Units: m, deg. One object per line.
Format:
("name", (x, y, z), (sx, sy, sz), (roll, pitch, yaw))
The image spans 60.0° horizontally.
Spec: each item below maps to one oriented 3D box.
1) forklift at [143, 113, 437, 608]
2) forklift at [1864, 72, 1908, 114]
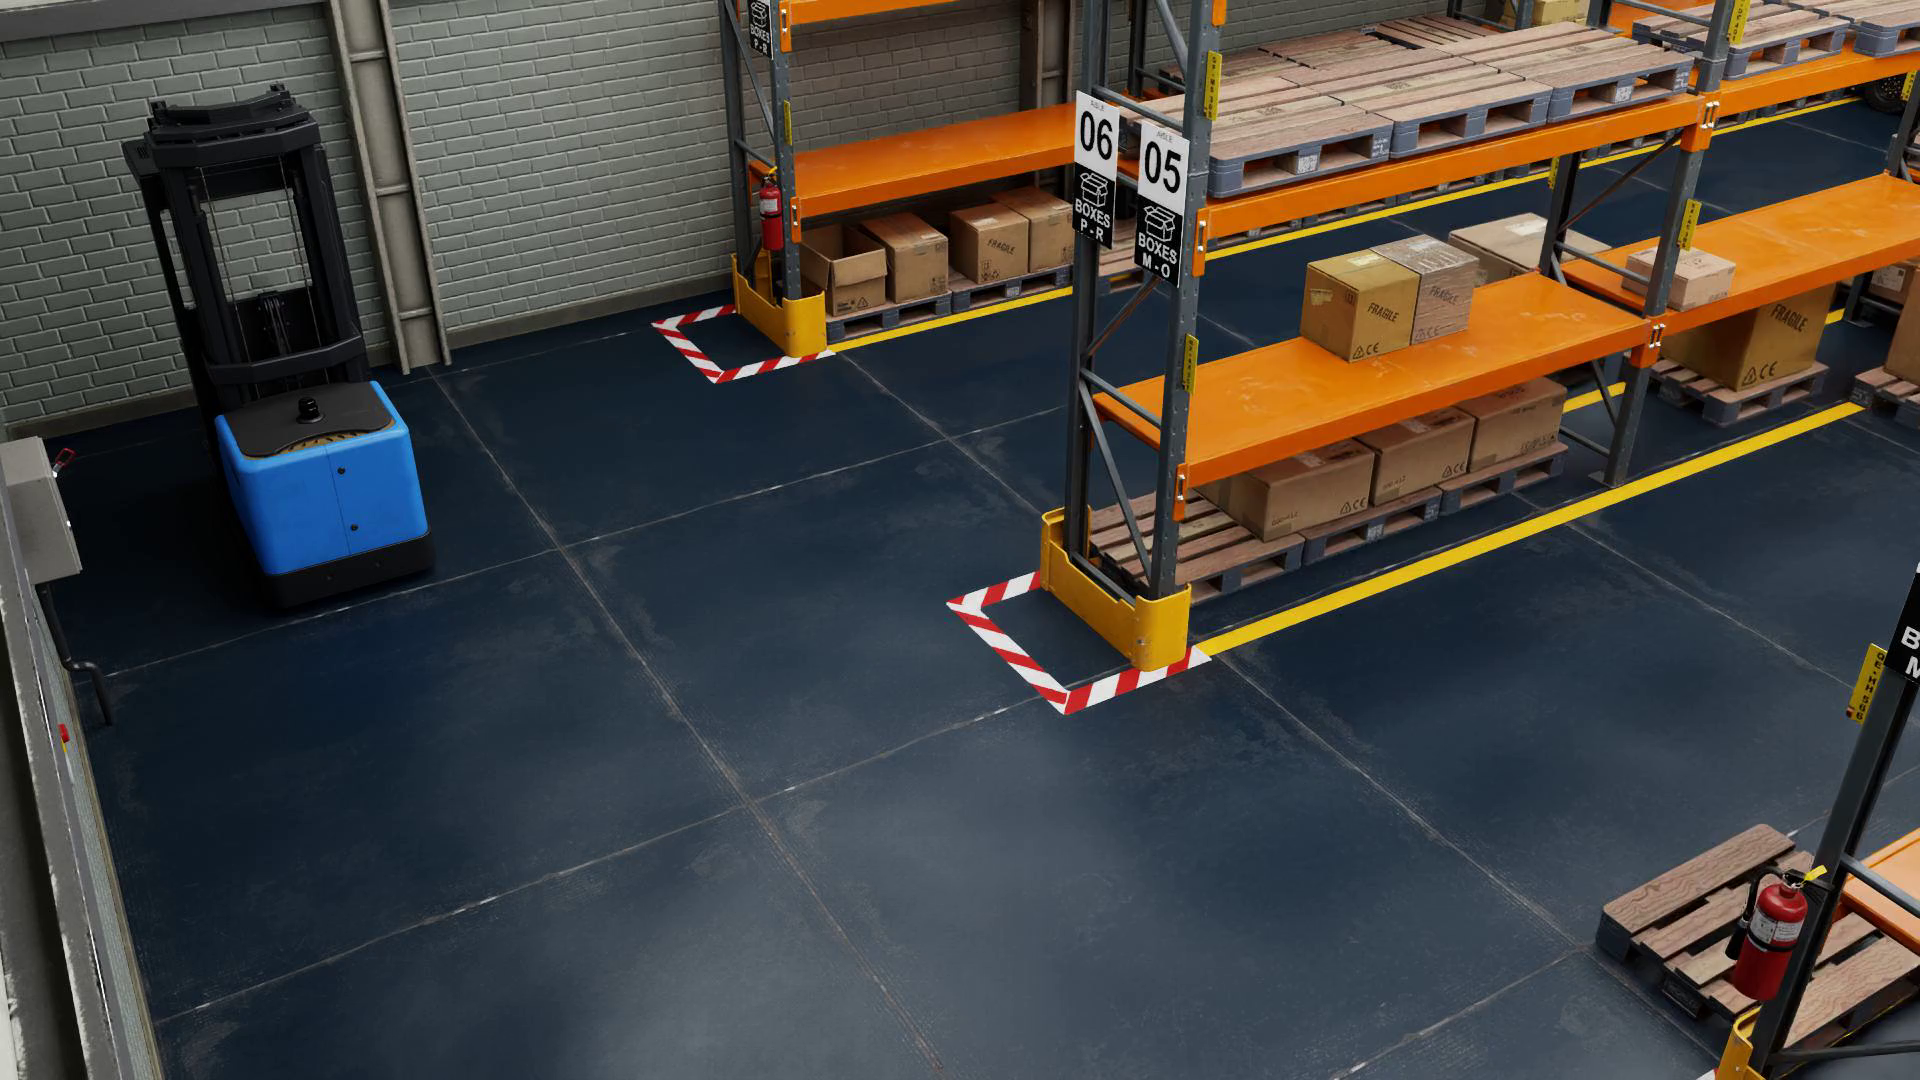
("forklift", (-4.289, -1.259, 10.509), (1.129, 2.768, 1.873), (-17, 36, -26))
("forklift", (11.468, -5.645, 18.244), (1.214, 2.155, 2.313), (-17, 36, -26))
